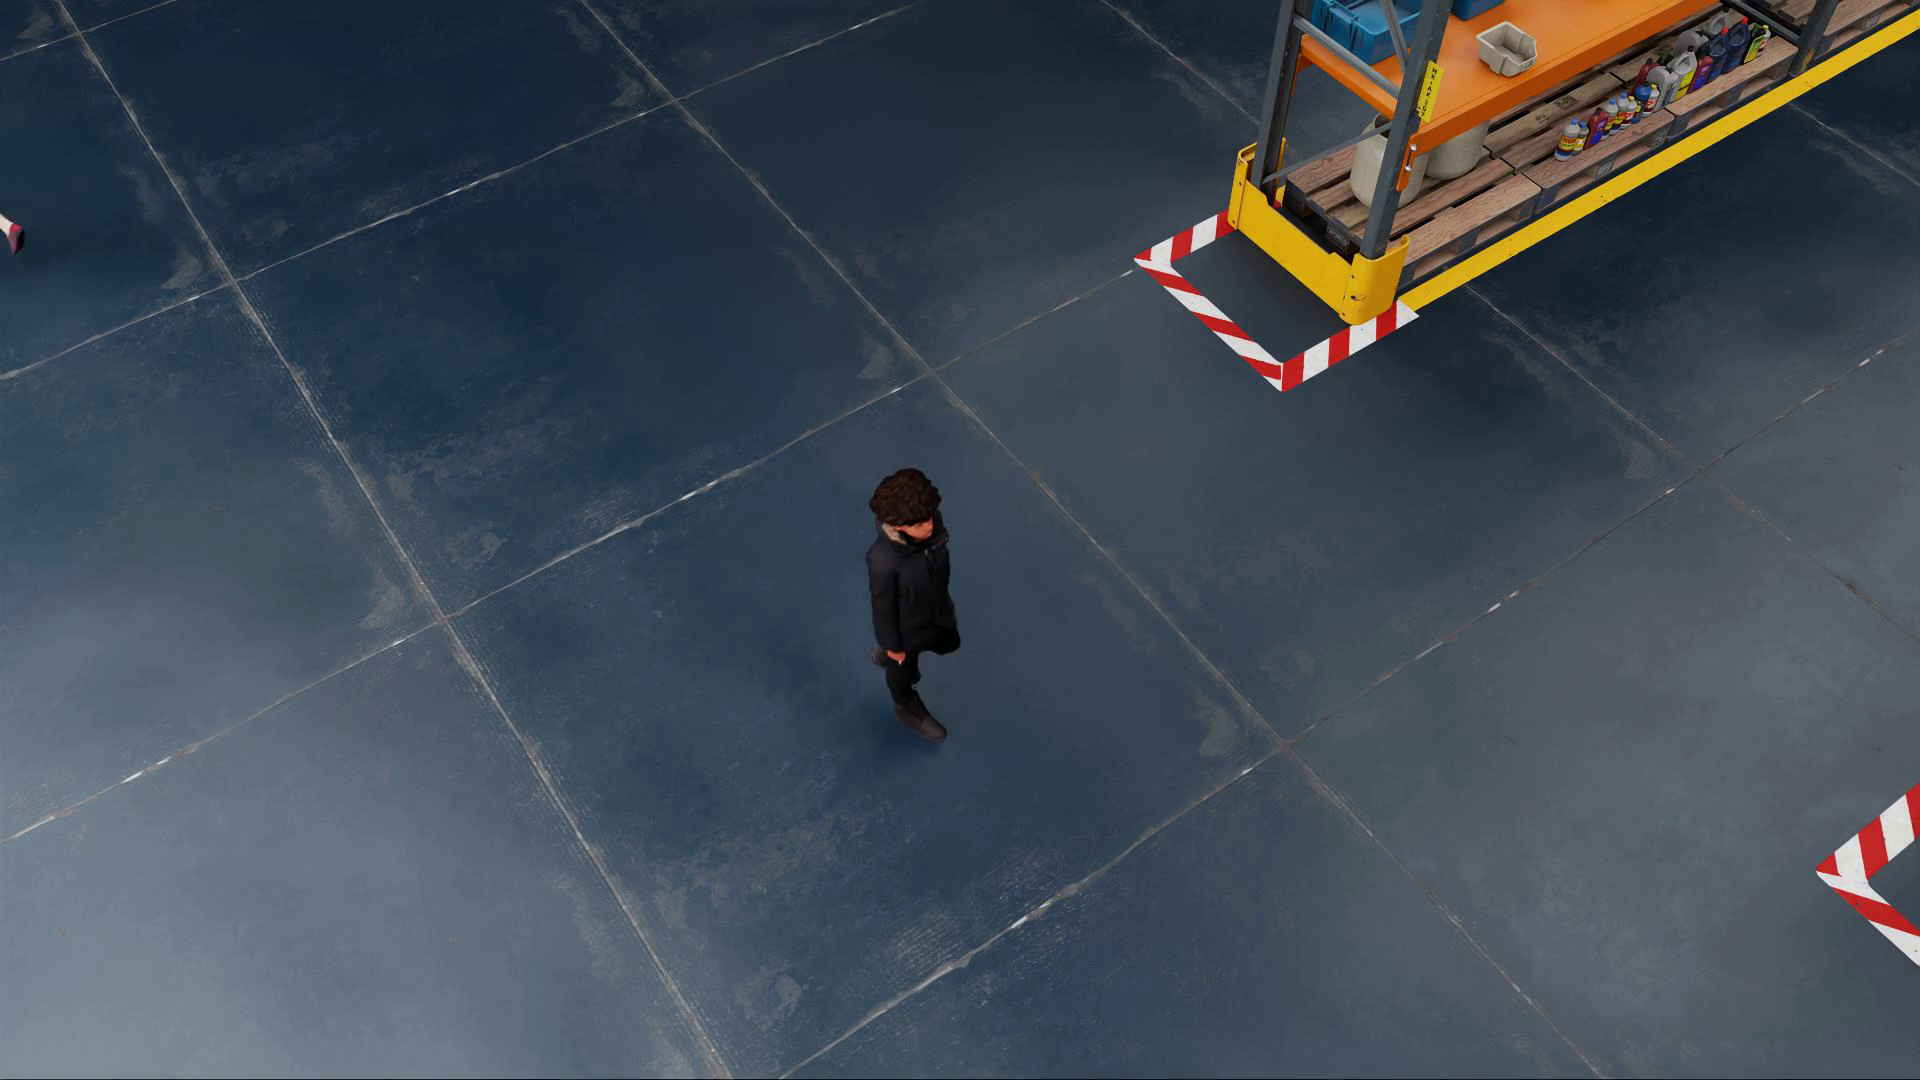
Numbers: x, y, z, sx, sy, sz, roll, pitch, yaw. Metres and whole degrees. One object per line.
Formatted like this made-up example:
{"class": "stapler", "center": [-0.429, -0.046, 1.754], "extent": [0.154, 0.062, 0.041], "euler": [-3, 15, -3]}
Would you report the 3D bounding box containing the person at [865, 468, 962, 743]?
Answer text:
{"class": "person", "center": [-0.275, 0.269, 7.401], "extent": [0.822, 1.768, 0.788], "euler": [29, 58, 21]}
